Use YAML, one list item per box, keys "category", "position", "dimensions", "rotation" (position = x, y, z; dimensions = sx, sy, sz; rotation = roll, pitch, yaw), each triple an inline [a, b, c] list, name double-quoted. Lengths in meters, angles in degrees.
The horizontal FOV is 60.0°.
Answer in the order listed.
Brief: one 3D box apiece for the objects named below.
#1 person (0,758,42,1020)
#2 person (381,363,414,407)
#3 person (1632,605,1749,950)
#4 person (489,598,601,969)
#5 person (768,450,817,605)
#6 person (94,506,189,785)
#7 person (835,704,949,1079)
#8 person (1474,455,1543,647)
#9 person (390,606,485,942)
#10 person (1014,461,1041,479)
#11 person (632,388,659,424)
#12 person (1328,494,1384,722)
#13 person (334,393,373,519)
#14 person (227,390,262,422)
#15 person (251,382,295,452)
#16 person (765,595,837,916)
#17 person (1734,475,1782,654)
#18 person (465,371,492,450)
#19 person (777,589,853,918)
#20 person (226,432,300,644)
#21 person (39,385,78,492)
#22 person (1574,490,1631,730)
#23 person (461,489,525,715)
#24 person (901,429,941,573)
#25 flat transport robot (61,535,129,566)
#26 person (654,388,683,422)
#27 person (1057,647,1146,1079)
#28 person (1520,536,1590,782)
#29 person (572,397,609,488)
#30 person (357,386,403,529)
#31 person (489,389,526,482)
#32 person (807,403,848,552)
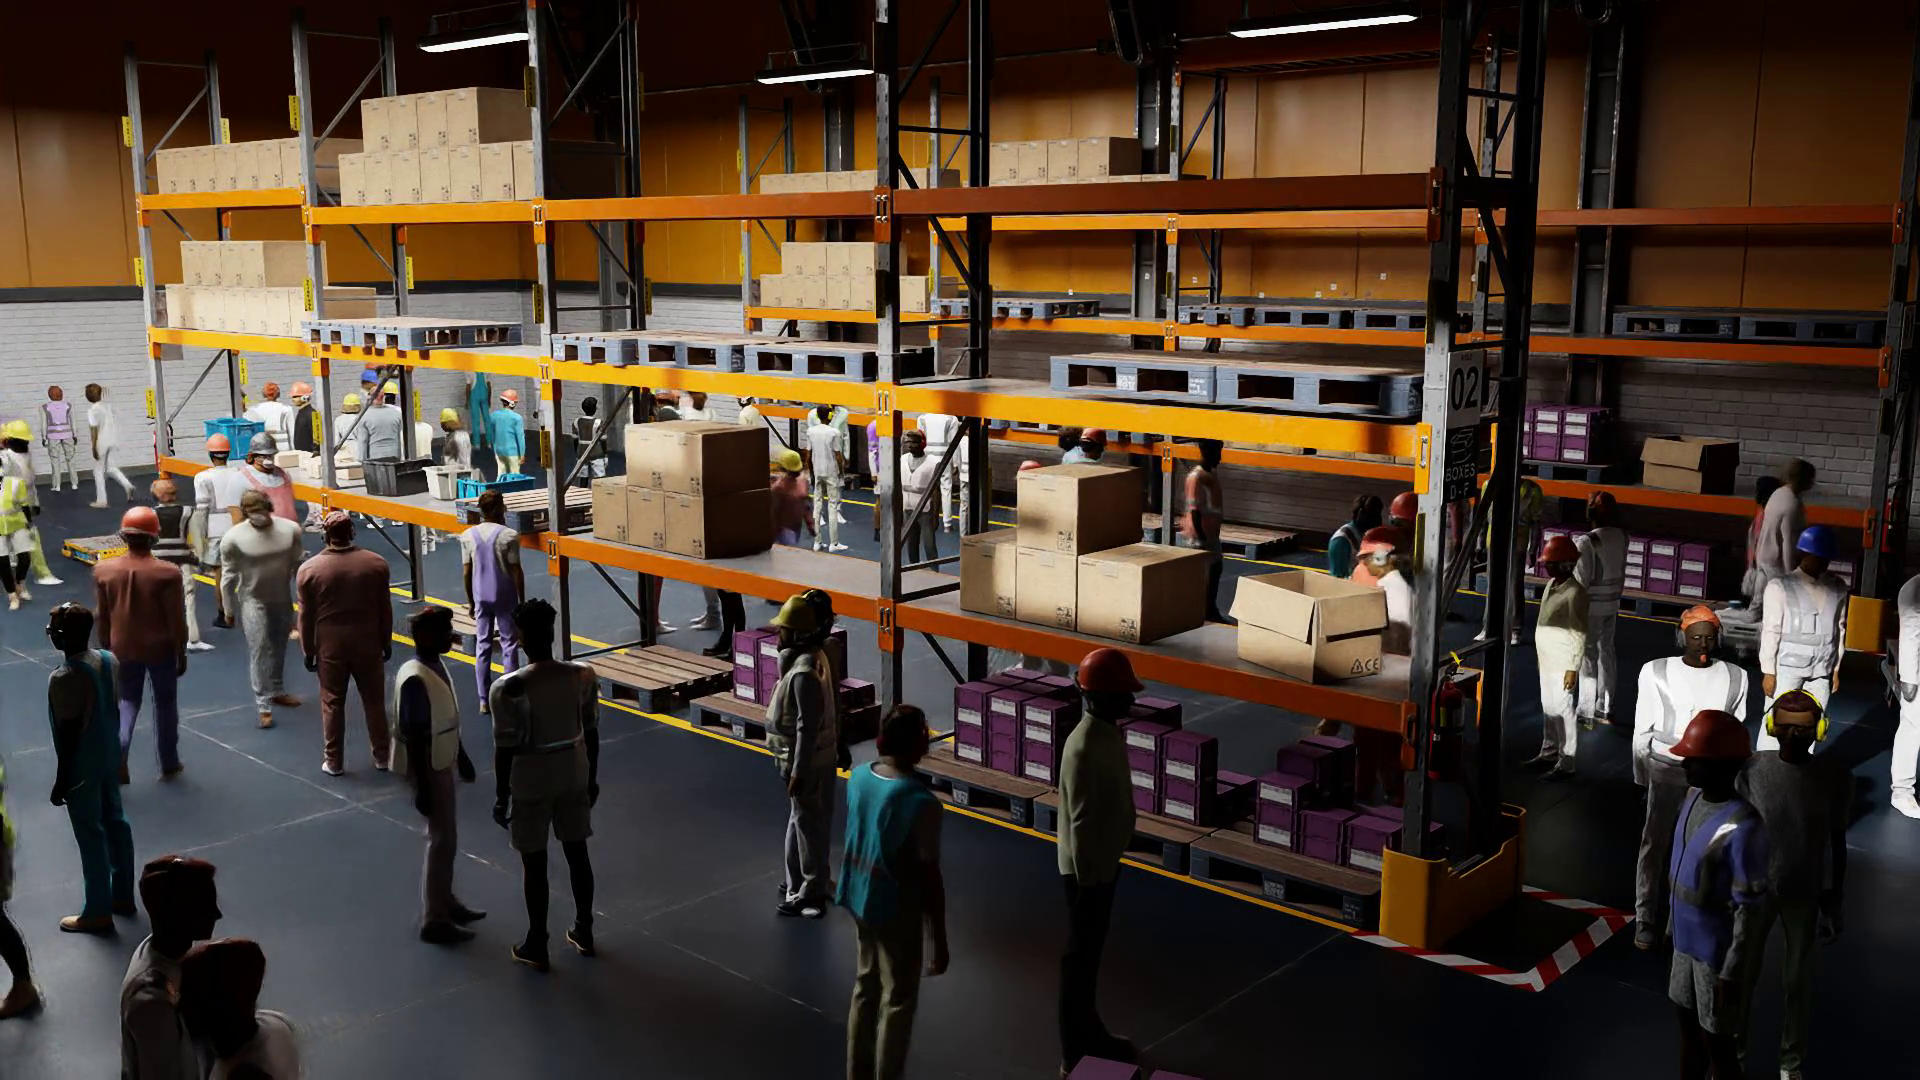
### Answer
- category: "person"
  position: [-4.881, 1.517, 8.215]
  dimensions: [0.579, 1.656, 0.355]
  rotation: [5, 11, 26]
- category: "person"
  position: [-9.288, -2.019, 27.393]
  dimensions: [0.635, 1.937, 0.354]
  rotation: [-7, 12, -33]
- category: "person"
  position: [3.897, 1.278, 8.917]
  dimensions: [0.572, 1.883, 0.356]
  rotation: [1, 10, 6]
- category: "person"
  position: [-2.169, 1.271, 8.735]
  dimensions: [0.602, 1.958, 0.369]
  rotation: [-8, 13, -38]
- category: "person"
  position: [-1.708, -0.091, 17.160]
  dimensions: [0.934, 1.696, 0.510]
  rotation: [6, 12, 31]
- category: "person"
  position: [-5.697, 0.759, 11.569]
  dimensions: [0.626, 1.979, 0.648]
  rotation: [-1, 10, -6]
- category: "person"
  position: [-0.301, 1.618, 7.163]
  dimensions: [0.427, 1.826, 0.654]
  rotation: [-9, 13, -41]
- category: "person"
  position: [5.185, 0.043, 15.764]
  dimensions: [0.594, 1.927, 0.367]
  rotation: [8, 13, 37]
- category: "person"
  position: [-2.884, 1.262, 9.124]
  dimensions: [0.440, 1.843, 0.588]
  rotation: [-1, 10, -7]
- category: "person"
  position: [0.680, 0.114, 15.878]
  dimensions: [0.346, 1.747, 0.565]
  rotation: [2, 10, 9]
- category: "person"
  position: [-4.380, -1.307, 23.467]
  dimensions: [0.533, 1.903, 0.610]
  rotation: [8, 13, 37]
- category: "person"
  position: [3.186, 0.537, 13.284]
  dimensions: [0.644, 1.833, 0.431]
  rotation: [-8, 13, -38]
- category: "person"
  position: [-8.428, -1.167, 23.129]
  dimensions: [0.489, 1.743, 0.322]
  rotation: [2, 10, 14]
- category: "person"
  position: [-9.782, -1.168, 22.939]
  dimensions: [0.598, 1.830, 0.575]
  rotation: [1, 10, 4]
- category: "person"
  position: [-9.660, -1.284, 23.436]
  dimensions: [0.570, 1.876, 0.348]
  rotation: [-3, 10, -15]
- category: "person"
  position: [-0.900, 1.209, 9.432]
  dimensions: [0.403, 1.837, 0.589]
  rotation: [0, 10, -1]
- category: "person"
  position: [7.415, 0.247, 15.279]
  dimensions: [0.431, 1.683, 0.548]
  rotation: [8, 13, 39]
- category: "person"
  position: [-8.951, -2.595, 30.914]
  dimensions: [0.507, 1.847, 0.344]
  rotation: [-8, 13, -39]
- category: "person"
  position: [-0.810, 1.188, 9.458]
  dimensions: [0.313, 1.869, 0.538]
  rotation: [8, 13, 36]
- category: "person"
  position: [-6.535, -0.016, 15.781]
  dimensions: [0.535, 2.000, 0.684]
  rotation: [6, 11, 29]
- category: "person"
  position: [-13.886, -1.561, 25.653]
  dimensions: [0.522, 1.640, 0.306]
  rotation: [-9, 13, -41]
- category: "person"
  position: [4.981, 0.546, 13.051]
  dimensions: [0.572, 1.883, 0.356]
  rotation: [-7, 12, -33]
- category: "person"
  position: [-3.739, 0.506, 13.406]
  dimensions: [0.505, 1.839, 0.344]
  rotation: [1, 10, 8]
- category: "person"
  position: [-0.424, -0.296, 17.956]
  dimensions: [0.561, 1.836, 0.393]
  rotation: [7, 12, 35]
- category: "flat transport robot"
  position: [-10.214, 0.129, 19.965]
  dimensions: [0.652, 0.197, 1.431]
  rotation: [-10, 14, -44]
- category: "person"
  position: [-3.815, -1.059, 21.680]
  dimensions: [0.556, 2.000, 0.728]
  rotation: [0, 10, -2]
- category: "person"
  position: [0.633, 1.459, 7.567]
  dimensions: [0.393, 1.995, 0.612]
  rotation: [3, 10, 15]
- category: "person"
  position: [4.221, 0.835, 11.786]
  dimensions: [0.336, 1.747, 0.575]
  rotation: [0, 10, -2]
- category: "person"
  position: [-5.133, -1.149, 23.159]
  dimensions: [0.542, 1.695, 0.316]
  rotation: [3, 11, 18]
- category: "person"
  position: [-7.770, -1.100, 22.288]
  dimensions: [0.642, 1.910, 0.401]
  rotation: [-9, 14, -42]
- category: "person"
  position: [-6.440, -1.283, 23.805]
  dimensions: [0.573, 1.738, 0.352]
  rotation: [5, 11, 24]
- category: "person"
  position: [-1.649, -0.787, 20.615]
  dimensions: [0.513, 1.875, 0.328]
  rotation: [5, 11, 26]
